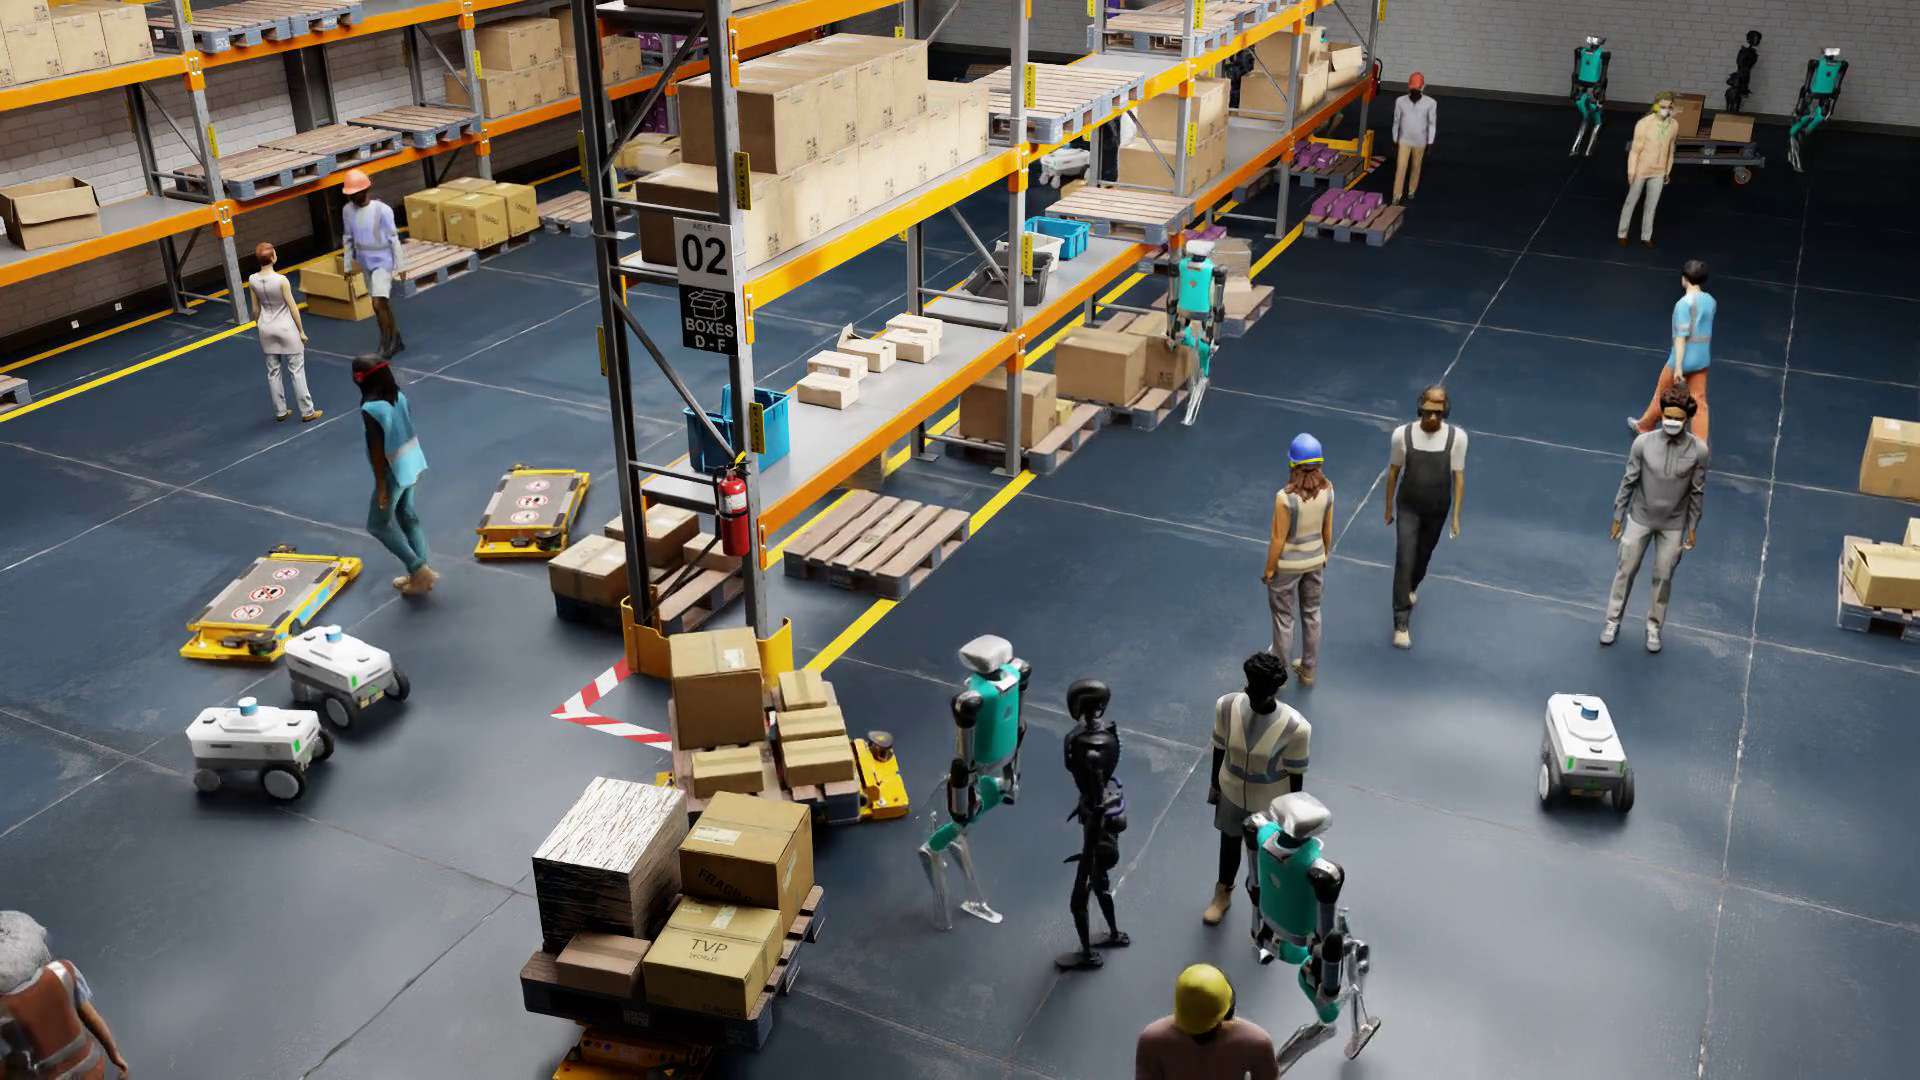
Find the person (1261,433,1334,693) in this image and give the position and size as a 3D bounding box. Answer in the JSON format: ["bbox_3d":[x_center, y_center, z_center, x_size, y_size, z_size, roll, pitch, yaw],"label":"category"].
[{"bbox_3d":[2.174,0.147,10.778,0.479,1.776,0.319,-11,28,-21],"label":"person"}]

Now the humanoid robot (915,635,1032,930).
[{"bbox_3d":[0.000,1.263,8.600,0.646,1.828,0.534,20,32,34],"label":"humanoid robot"}]

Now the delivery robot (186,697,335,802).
[{"bbox_3d":[-4.204,1.230,9.986,0.806,0.608,0.499,1,26,3],"label":"delivery robot"}]

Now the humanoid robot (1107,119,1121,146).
[{"bbox_3d":[2.376,-6.750,24.797,0.776,1.811,0.530,6,27,13],"label":"humanoid robot"}]

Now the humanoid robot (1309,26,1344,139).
[{"bbox_3d":[5.439,-6.682,24.651,0.792,1.806,0.554,4,27,9],"label":"humanoid robot"}]

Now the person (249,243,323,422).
[{"bbox_3d":[-6.108,-1.860,14.965,0.440,1.661,0.286,3,27,7],"label":"person"}]

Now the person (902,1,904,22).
[{"bbox_3d":[-0.871,-9.466,30.158,0.365,1.824,0.514,2,26,4],"label":"person"}]

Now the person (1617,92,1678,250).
[{"bbox_3d":[8.254,-4.422,19.921,0.568,1.875,0.425,-2,26,-4],"label":"person"}]

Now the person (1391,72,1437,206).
[{"bbox_3d":[5.929,-5.252,21.763,0.574,1.704,0.894,10,28,20],"label":"person"}]

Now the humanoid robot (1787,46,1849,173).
[{"bbox_3d":[11.971,-6.082,23.500,0.548,1.849,0.845,1,26,2],"label":"humanoid robot"}]

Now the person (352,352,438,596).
[{"bbox_3d":[-4.053,-0.449,11.906,0.442,1.846,0.555,5,27,9],"label":"person"}]

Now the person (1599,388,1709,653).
[{"bbox_3d":[4.711,-0.148,11.255,0.554,1.892,0.399,10,28,19],"label":"person"}]

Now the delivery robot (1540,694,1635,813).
[{"bbox_3d":[3.722,1.260,9.931,0.499,0.613,0.816,4,27,7],"label":"delivery robot"}]

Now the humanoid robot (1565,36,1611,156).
[{"bbox_3d":[9.157,-6.382,24.085,0.743,1.841,0.534,-23,34,-38],"label":"humanoid robot"}]

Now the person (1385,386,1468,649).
[{"bbox_3d":[3.200,-0.238,11.533,0.511,1.808,0.944,4,27,8],"label":"person"}]

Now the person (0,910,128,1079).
[{"bbox_3d":[-3.753,2.177,6.810,0.769,1.649,0.469,14,30,27],"label":"person"}]

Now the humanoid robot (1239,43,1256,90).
[{"bbox_3d":[4.279,-6.652,24.617,0.367,1.650,0.611,-6,27,-12],"label":"humanoid robot"}]

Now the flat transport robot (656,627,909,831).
[{"bbox_3d":[-1.060,1.458,9.834,1.431,0.231,0.659,-5,27,-10],"label":"flat transport robot"}]

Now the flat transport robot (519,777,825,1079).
[{"bbox_3d":[-1.409,2.228,8.277,0.659,0.231,1.431,7,27,13],"label":"flat transport robot"}]

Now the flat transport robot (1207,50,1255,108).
[{"bbox_3d":[4.529,-7.123,27.166,1.431,0.231,0.659,21,33,36],"label":"flat transport robot"}]

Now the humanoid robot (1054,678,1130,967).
[{"bbox_3d":[0.695,1.421,8.326,0.435,1.642,0.599,0,26,0],"label":"humanoid robot"}]

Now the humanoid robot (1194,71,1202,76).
[{"bbox_3d":[3.457,-6.590,24.506,0.435,1.651,0.588,0,26,0],"label":"humanoid robot"}]

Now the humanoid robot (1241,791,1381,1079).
[{"bbox_3d":[1.706,1.797,7.560,1.029,1.750,0.543,-17,31,-31],"label":"humanoid robot"}]

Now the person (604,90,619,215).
[{"bbox_3d":[-4.570,-5.084,21.276,0.373,1.838,0.568,2,26,3],"label":"person"}]

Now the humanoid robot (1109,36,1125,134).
[{"bbox_3d":[2.457,-7.052,25.448,0.381,1.657,0.593,6,27,12],"label":"humanoid robot"}]

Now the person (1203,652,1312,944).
[{"bbox_3d":[1.515,1.307,8.537,0.531,1.691,0.322,16,30,29],"label":"person"}]

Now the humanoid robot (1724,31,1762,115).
[{"bbox_3d":[11.607,-6.792,24.919,0.459,1.646,0.601,21,33,36],"label":"humanoid robot"}]

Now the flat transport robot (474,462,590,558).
[{"bbox_3d":[-3.398,-0.246,13.274,0.659,0.231,1.431,-1,26,-2],"label":"flat transport robot"}]

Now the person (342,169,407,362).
[{"bbox_3d":[-5.814,-2.672,16.319,0.579,1.909,0.740,9,28,18],"label":"person"}]

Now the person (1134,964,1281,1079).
[{"bbox_3d":[0.983,2.270,6.558,0.623,1.720,0.726,2,26,3],"label":"person"}]

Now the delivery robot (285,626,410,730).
[{"bbox_3d":[-4.006,0.833,10.757,0.776,0.580,0.499,16,30,28],"label":"delivery robot"}]

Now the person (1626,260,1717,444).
[{"bbox_3d":[6.231,-1.546,14.290,0.498,1.690,0.980,-10,28,-20],"label":"person"}]

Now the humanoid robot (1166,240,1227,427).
[{"bbox_3d":[2.151,-1.891,14.937,0.541,1.747,0.960,12,29,23],"label":"humanoid robot"}]

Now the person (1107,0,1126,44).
[{"bbox_3d":[2.642,-9.063,29.209,0.544,1.932,0.399,16,30,29],"label":"person"}]

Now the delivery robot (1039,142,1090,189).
[{"bbox_3d":[1.479,-5.164,22.897,0.802,0.603,0.499,-17,31,-31],"label":"delivery robot"}]

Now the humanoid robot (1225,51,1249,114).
[{"bbox_3d":[4.005,-6.287,23.978,0.604,1.640,0.773,21,33,36],"label":"humanoid robot"}]

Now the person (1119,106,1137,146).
[{"bbox_3d":[2.122,-4.591,20.255,0.413,1.884,0.804,13,29,24],"label":"person"}]

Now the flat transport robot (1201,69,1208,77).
[{"bbox_3d":[3.240,-6.345,25.595,1.431,0.231,0.659,10,28,19],"label":"flat transport robot"}]

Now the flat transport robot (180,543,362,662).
[{"bbox_3d":[-4.904,0.438,11.893,0.659,0.231,1.431,3,26,6],"label":"flat transport robot"}]
